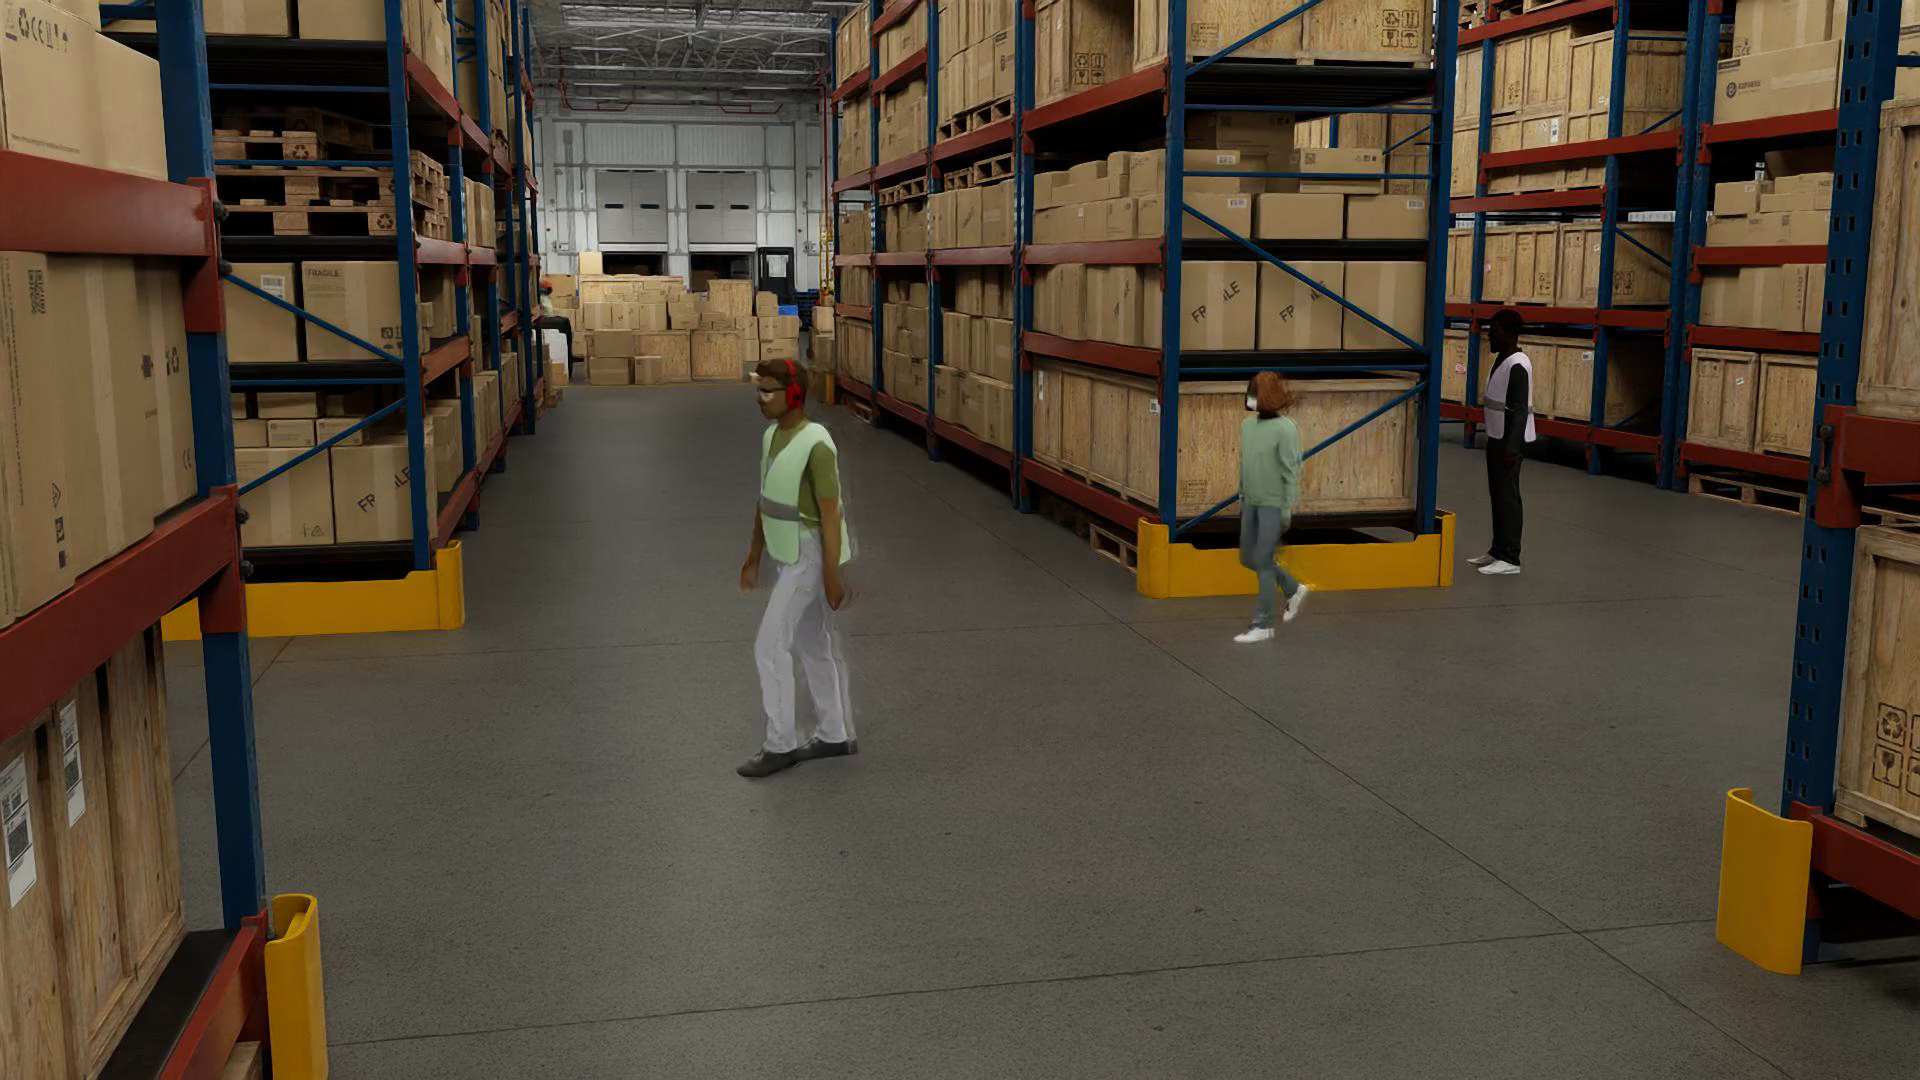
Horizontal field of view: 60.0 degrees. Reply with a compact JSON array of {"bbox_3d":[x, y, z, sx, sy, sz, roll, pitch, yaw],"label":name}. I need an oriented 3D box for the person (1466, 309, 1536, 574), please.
[{"bbox_3d":[3.966,-0.713,12.096,0.383,1.918,0.597,1,9,4],"label":"person"}]

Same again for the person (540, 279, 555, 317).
[{"bbox_3d":[-8.987,-4.616,35.734,0.772,1.968,0.626,1,9,8],"label":"person"}]

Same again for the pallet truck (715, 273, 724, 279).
[{"bbox_3d":[-8.580,-8.986,62.280,1.885,1.965,0.823,1,9,5],"label":"pallet truck"}]

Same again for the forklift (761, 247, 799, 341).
[{"bbox_3d":[-5.458,-7.384,49.829,1.129,2.768,1.873,-2,10,-12],"label":"forklift"}]

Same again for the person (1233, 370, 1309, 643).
[{"bbox_3d":[1.875,-0.206,9.895,0.535,1.621,0.499,-5,10,-27],"label":"person"}]

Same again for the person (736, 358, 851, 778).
[{"bbox_3d":[-0.796,0.117,7.324,0.723,1.819,0.562,-4,10,-22],"label":"person"}]
